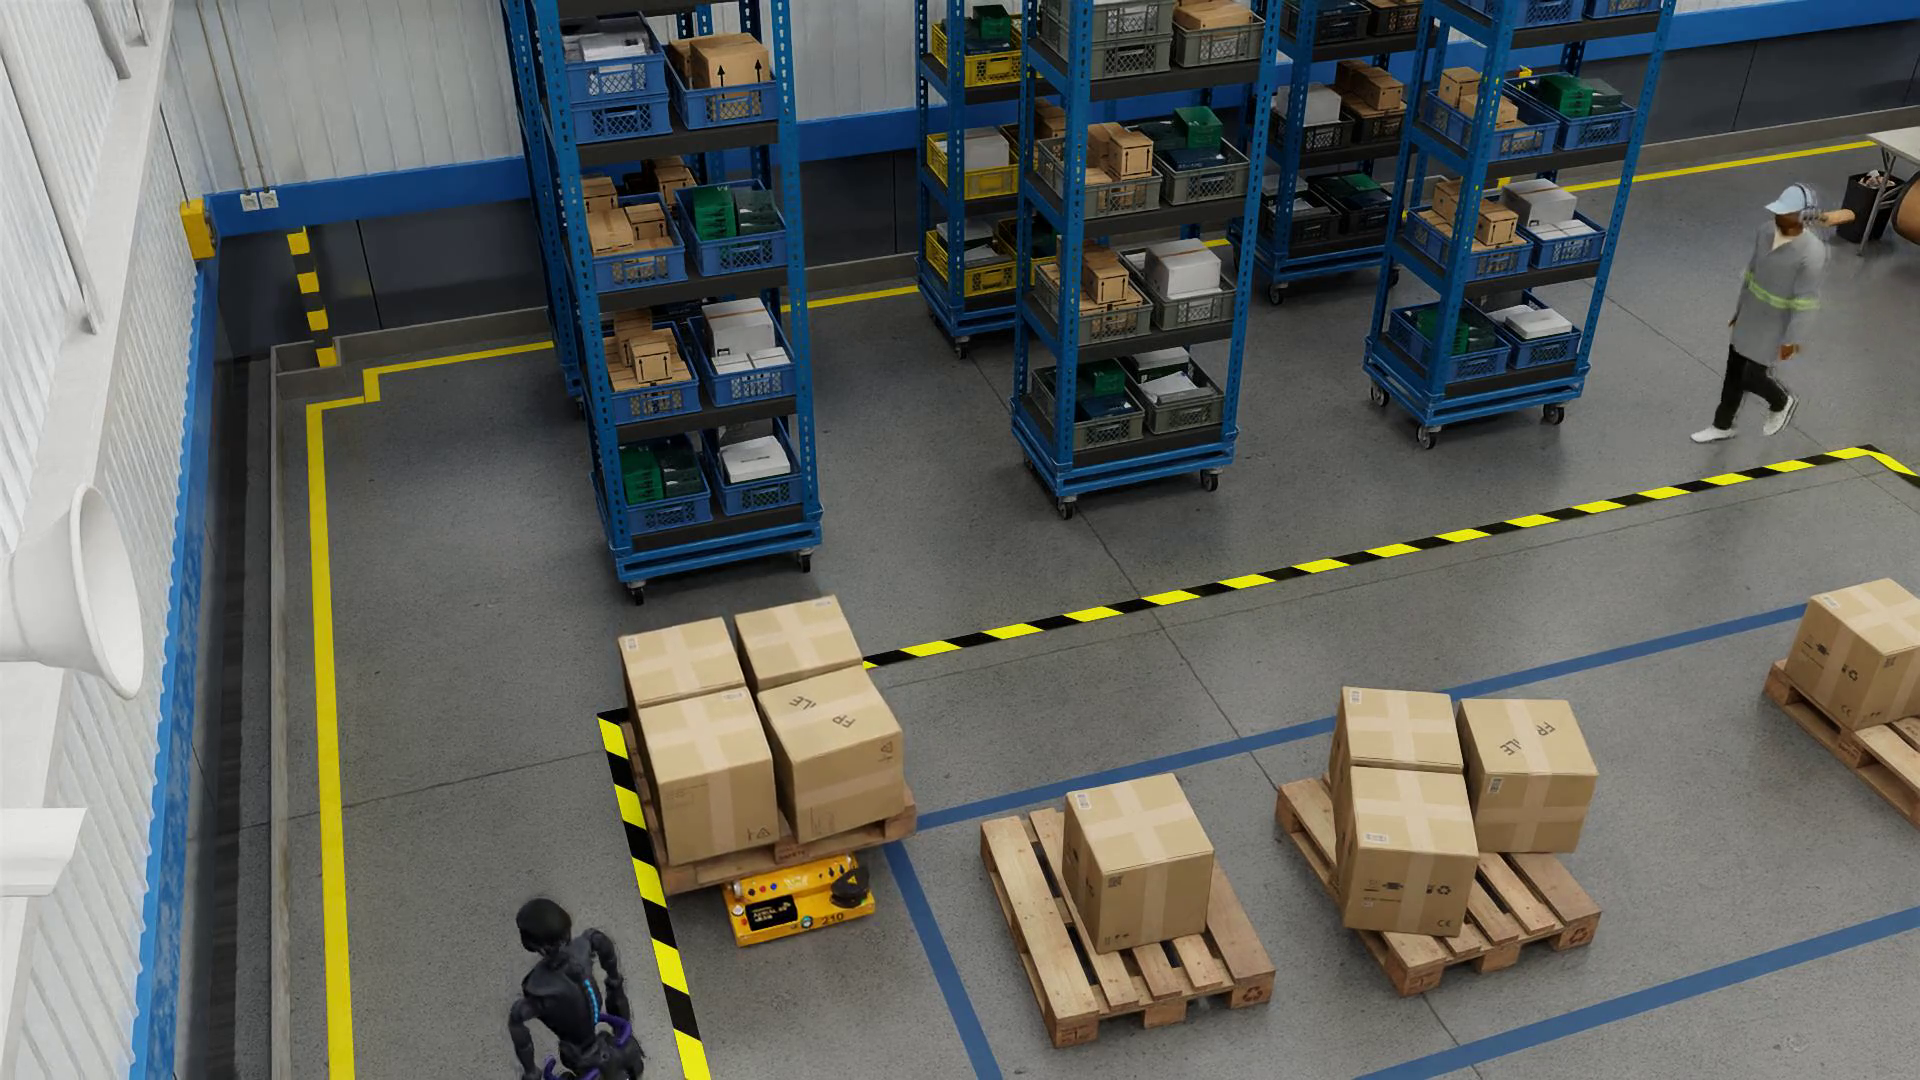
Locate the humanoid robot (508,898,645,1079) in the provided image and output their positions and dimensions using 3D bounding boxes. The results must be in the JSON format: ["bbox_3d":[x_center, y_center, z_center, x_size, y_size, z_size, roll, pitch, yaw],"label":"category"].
[{"bbox_3d":[-1.328,1.975,6.033,0.468,1.637,0.601,16,38,21],"label":"humanoid robot"}]

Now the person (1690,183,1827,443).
[{"bbox_3d":[5.222,-1.429,10.719,0.553,1.838,0.603,-9,36,-13],"label":"person"}]

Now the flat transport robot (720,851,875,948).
[{"bbox_3d":[-0.929,1.333,8.142,0.652,0.197,1.431,-11,37,-15],"label":"flat transport robot"}]
